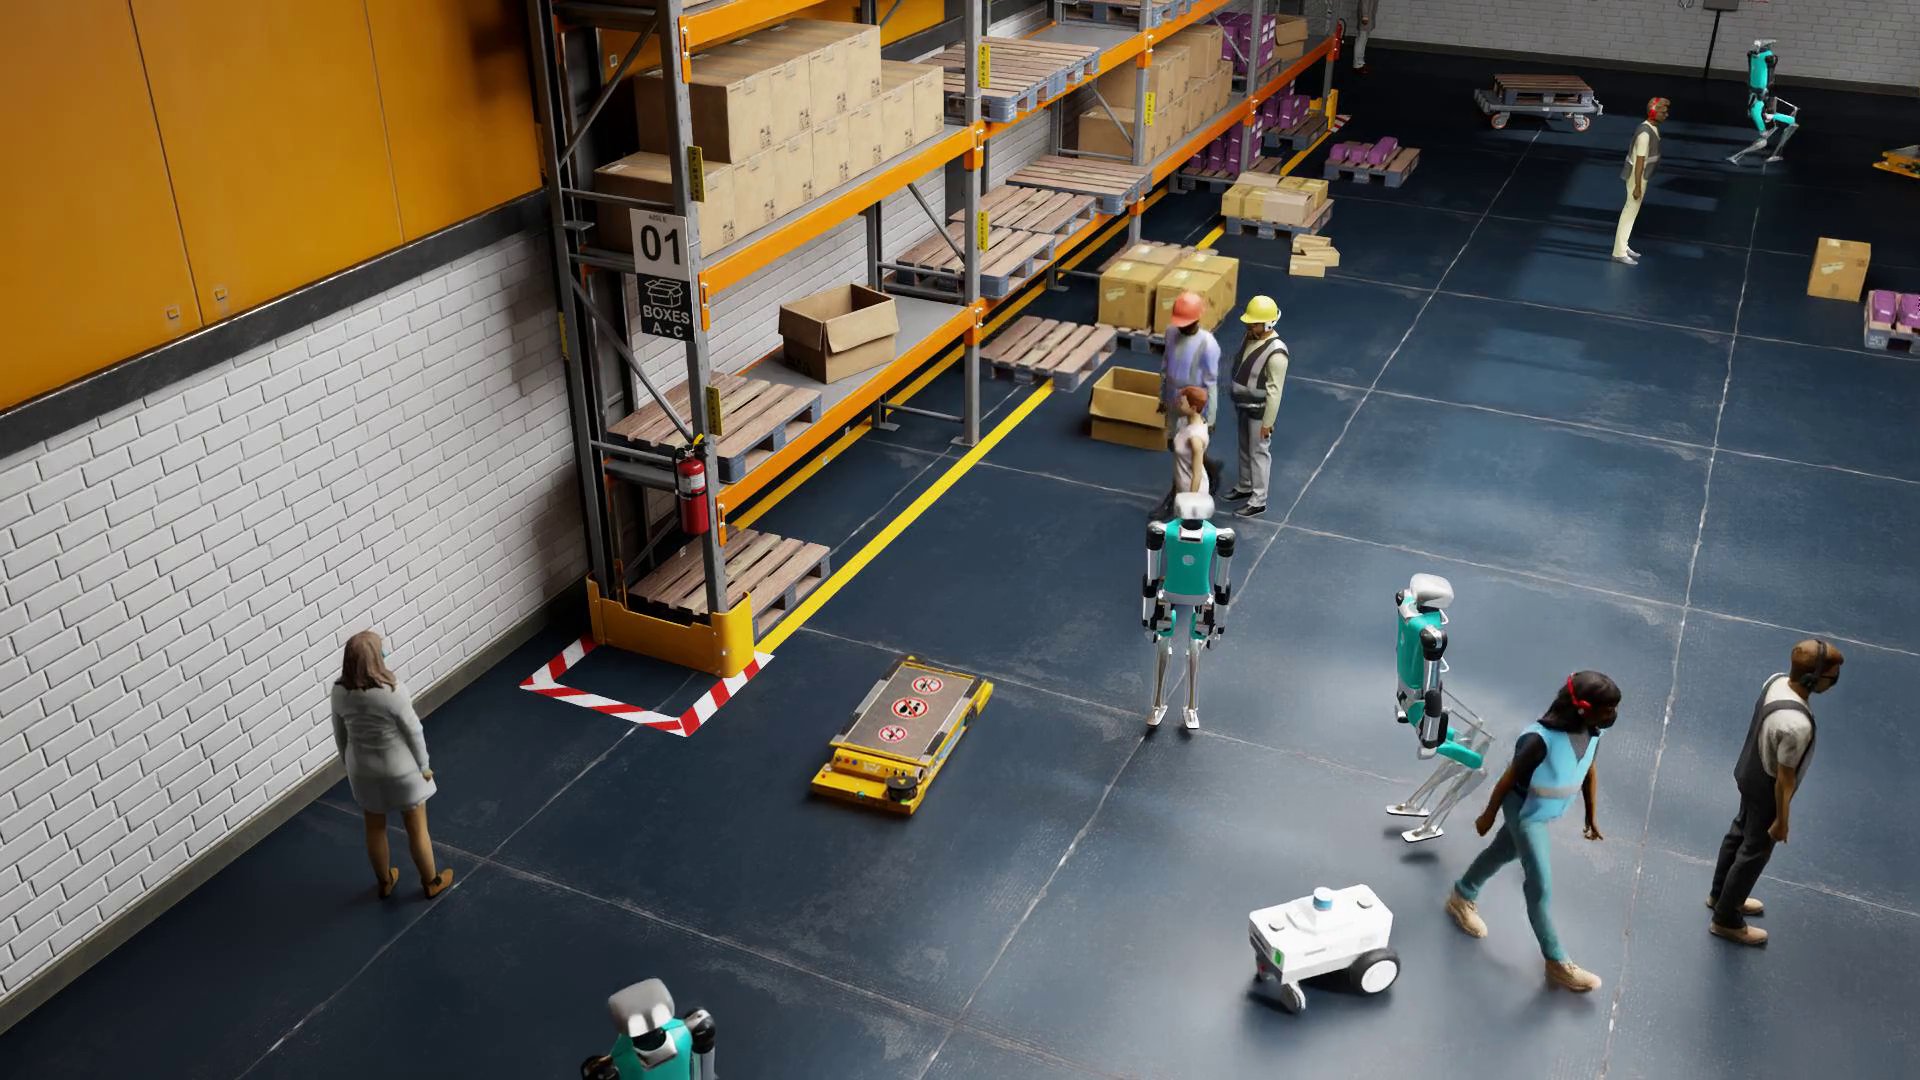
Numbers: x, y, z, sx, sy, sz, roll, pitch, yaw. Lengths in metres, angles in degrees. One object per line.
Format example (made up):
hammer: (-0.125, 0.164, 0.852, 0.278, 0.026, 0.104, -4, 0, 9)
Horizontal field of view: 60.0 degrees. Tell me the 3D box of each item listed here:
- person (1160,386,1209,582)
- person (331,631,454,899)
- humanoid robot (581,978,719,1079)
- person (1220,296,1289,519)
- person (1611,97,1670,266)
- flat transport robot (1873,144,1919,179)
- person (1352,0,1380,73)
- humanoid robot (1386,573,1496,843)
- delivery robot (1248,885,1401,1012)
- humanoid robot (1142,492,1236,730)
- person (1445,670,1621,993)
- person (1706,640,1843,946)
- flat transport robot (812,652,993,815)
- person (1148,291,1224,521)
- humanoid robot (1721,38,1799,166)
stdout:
person: (1.626, -0.331, 11.872, 0.286, 1.661, 0.450, 1, 28, 2)
person: (-3.098, 1.221, 8.990, 0.487, 1.655, 0.343, 3, 28, 5)
humanoid robot: (-1.305, 2.408, 6.770, 0.541, 1.833, 0.757, -18, 33, -30)
person: (2.312, -1.051, 13.046, 0.403, 1.825, 0.590, -7, 29, -12)
person: (7.538, -4.004, 18.492, 0.374, 1.843, 0.567, 13, 31, 23)
flat transport robot: (12.880, -5.047, 22.087, 1.431, 0.231, 0.659, -16, 32, -27)
person: (6.582, -8.495, 26.836, 0.365, 1.831, 0.514, 12, 31, 21)
humanoid robot: (2.741, 0.938, 9.302, 0.735, 1.677, 0.533, -2, 28, -5)
delivery robot: (1.881, 2.060, 8.614, 0.772, 0.601, 0.499, -9, 30, -17)
humanoid robot: (1.405, 0.378, 10.345, 0.533, 1.673, 0.735, 5, 29, 9)
person: (2.989, 1.418, 8.482, 0.527, 1.791, 1.020, -20, 34, -32)
person: (4.220, 1.308, 8.657, 0.359, 1.837, 0.505, 5, 29, 10)
flat transport robot: (-0.337, 1.196, 10.510, 0.659, 0.231, 1.431, 10, 30, 19)
person: (1.839, -1.090, 13.044, 0.743, 1.900, 0.585, -19, 34, -31)
humanoid robot: (10.613, -5.689, 21.756, 1.056, 1.725, 0.556, -4, 29, -8)
